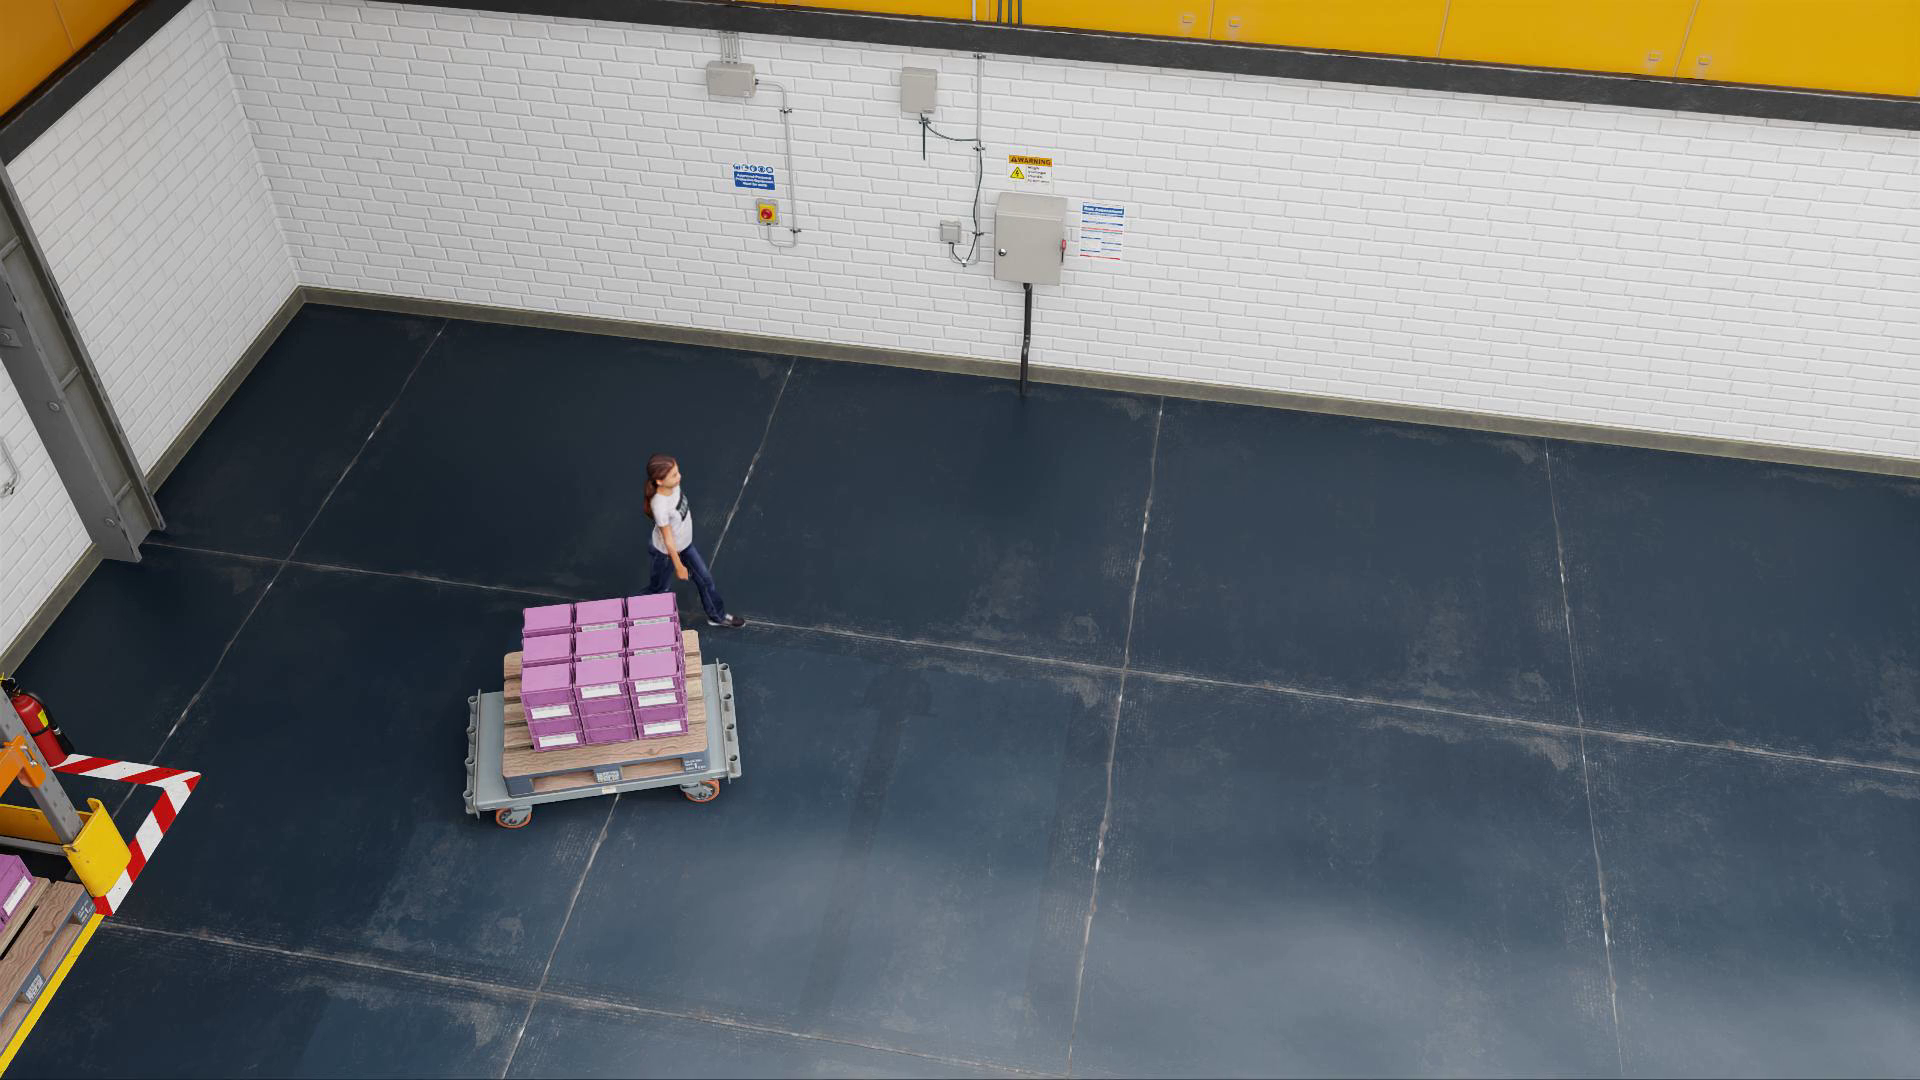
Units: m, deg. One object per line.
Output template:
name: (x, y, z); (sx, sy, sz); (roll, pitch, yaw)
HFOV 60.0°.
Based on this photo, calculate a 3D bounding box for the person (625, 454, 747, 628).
person: (-1.960, 0.054, 10.858); (0.635, 1.526, 1.011); (5, 44, 5)
